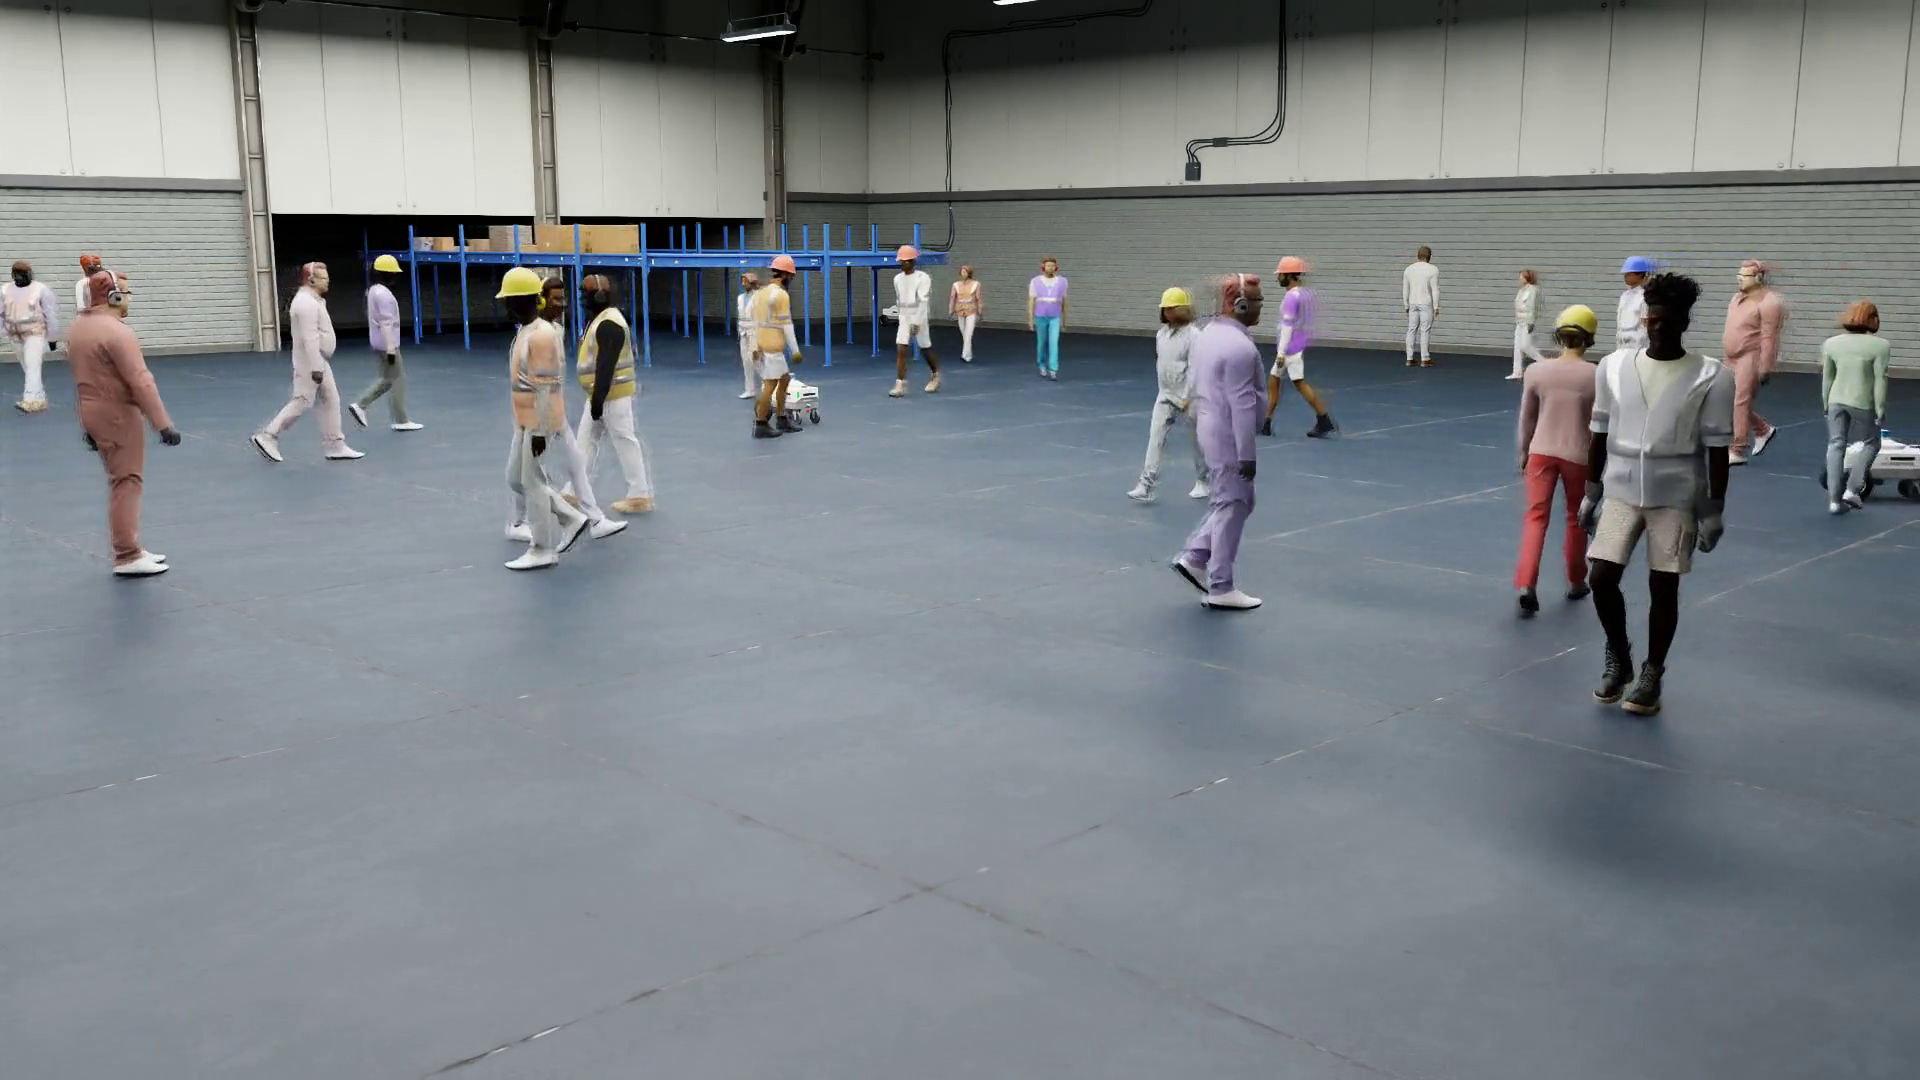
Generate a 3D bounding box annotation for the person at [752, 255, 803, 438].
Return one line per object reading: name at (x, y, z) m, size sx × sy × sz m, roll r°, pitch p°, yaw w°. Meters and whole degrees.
person at (-1.873, -2.032, 17.511) m, size 0.706 × 1.900 × 0.556 m, roll -4°, pitch 11°, yaw -23°

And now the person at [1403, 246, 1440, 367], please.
person at (7.486, -3.789, 26.968) m, size 0.635 × 1.937 × 0.359 m, roll 10°, pitch 15°, yaw 44°

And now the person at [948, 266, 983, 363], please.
person at (0.072, -3.728, 27.563) m, size 0.545 × 1.587 × 0.860 m, roll 4°, pitch 11°, yaw 20°

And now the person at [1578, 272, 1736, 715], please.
person at (3.026, -0.189, 7.299) m, size 0.650 × 1.947 × 0.464 m, roll 8°, pitch 13°, yaw 38°

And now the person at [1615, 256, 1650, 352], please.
person at (7.111, -2.033, 17.496) m, size 0.992 × 1.906 × 0.600 m, roll -3°, pitch 11°, yaw -15°

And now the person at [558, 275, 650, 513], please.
person at (-2.802, -1.096, 12.638) m, size 0.897 × 1.801 × 0.652 m, roll -4°, pitch 11°, yaw -20°

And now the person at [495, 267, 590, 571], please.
person at (-2.675, -0.769, 10.585) m, size 0.480 × 1.914 × 0.587 m, roll -5°, pitch 12°, yaw -26°

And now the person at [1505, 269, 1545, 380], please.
person at (8.350, -3.160, 24.398) m, size 0.501 × 1.630 × 0.523 m, roll -1°, pitch 10°, yaw -7°

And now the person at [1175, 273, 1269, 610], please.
person at (1.551, -0.550, 9.415) m, size 0.423 × 1.894 × 0.672 m, roll -1°, pitch 10°, yaw -7°

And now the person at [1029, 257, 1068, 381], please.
person at (1.308, -3.294, 24.677) m, size 0.579 × 1.810 × 0.983 m, roll 0°, pitch 10°, yaw -1°

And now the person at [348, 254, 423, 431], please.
person at (-6.249, -2.127, 17.992) m, size 0.651 × 1.907 × 0.595 m, roll -6°, pitch 12°, yaw -30°

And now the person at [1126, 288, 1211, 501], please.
person at (1.718, -1.155, 13.267) m, size 0.496 × 1.694 × 0.895 m, roll 10°, pitch 14°, yaw 43°

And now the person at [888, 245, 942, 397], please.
person at (-0.590, -2.927, 22.156) m, size 0.596 × 1.995 × 1.043 m, roll 6°, pitch 12°, yaw 29°

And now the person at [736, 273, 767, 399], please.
person at (-2.706, -2.656, 21.630) m, size 0.521 × 1.625 × 0.386 m, roll 8°, pitch 13°, yaw 38°

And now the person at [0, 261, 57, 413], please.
person at (-11.175, -2.400, 19.786) m, size 0.645 × 1.794 × 0.931 m, roll 1°, pitch 10°, yaw 4°

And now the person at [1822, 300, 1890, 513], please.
person at (6.829, -1.015, 12.688) m, size 0.386 × 1.615 × 0.527 m, roll -7°, pitch 13°, yaw -34°

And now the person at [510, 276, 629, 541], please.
person at (-2.764, -0.879, 11.424) m, size 0.932 × 1.825 × 0.506 m, roll 5°, pitch 11°, yaw 24°

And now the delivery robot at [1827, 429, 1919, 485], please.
delivery robot at (7.457, -0.654, 13.495) m, size 0.707 × 0.478 × 0.477 m, roll 2°, pitch 10°, yaw 11°

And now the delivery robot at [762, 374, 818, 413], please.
delivery robot at (-1.938, -1.656, 18.973) m, size 0.477 × 0.478 × 0.707 m, roll -10°, pitch 14°, yaw -44°

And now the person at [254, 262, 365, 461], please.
person at (-6.167, -1.669, 15.607) m, size 0.898 × 1.874 × 0.653 m, roll -3°, pitch 11°, yaw -15°

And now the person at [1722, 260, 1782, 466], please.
person at (7.323, -1.645, 15.406) m, size 0.590 × 1.890 × 0.659 m, roll -1°, pitch 10°, yaw -5°

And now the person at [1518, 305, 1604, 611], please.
person at (3.415, -0.474, 9.469) m, size 0.539 × 1.723 × 0.896 m, roll 7°, pitch 13°, yaw 34°

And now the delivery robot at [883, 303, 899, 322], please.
delivery robot at (-1.472, -5.304, 38.866) m, size 0.477 × 0.478 × 0.707 m, roll -10°, pitch 14°, yaw -44°

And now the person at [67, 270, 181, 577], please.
person at (-5.196, -0.718, 10.332) m, size 0.665 × 1.900 × 0.456 m, roll 10°, pitch 14°, yaw 44°

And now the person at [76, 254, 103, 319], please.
person at (-10.401, -2.487, 20.021) m, size 0.584 × 1.880 × 0.345 m, roll 10°, pitch 15°, yaw 44°

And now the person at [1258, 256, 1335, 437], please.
person at (3.531, -2.035, 17.531) m, size 0.971 × 1.899 × 0.557 m, roll 3°, pitch 11°, yaw 16°
